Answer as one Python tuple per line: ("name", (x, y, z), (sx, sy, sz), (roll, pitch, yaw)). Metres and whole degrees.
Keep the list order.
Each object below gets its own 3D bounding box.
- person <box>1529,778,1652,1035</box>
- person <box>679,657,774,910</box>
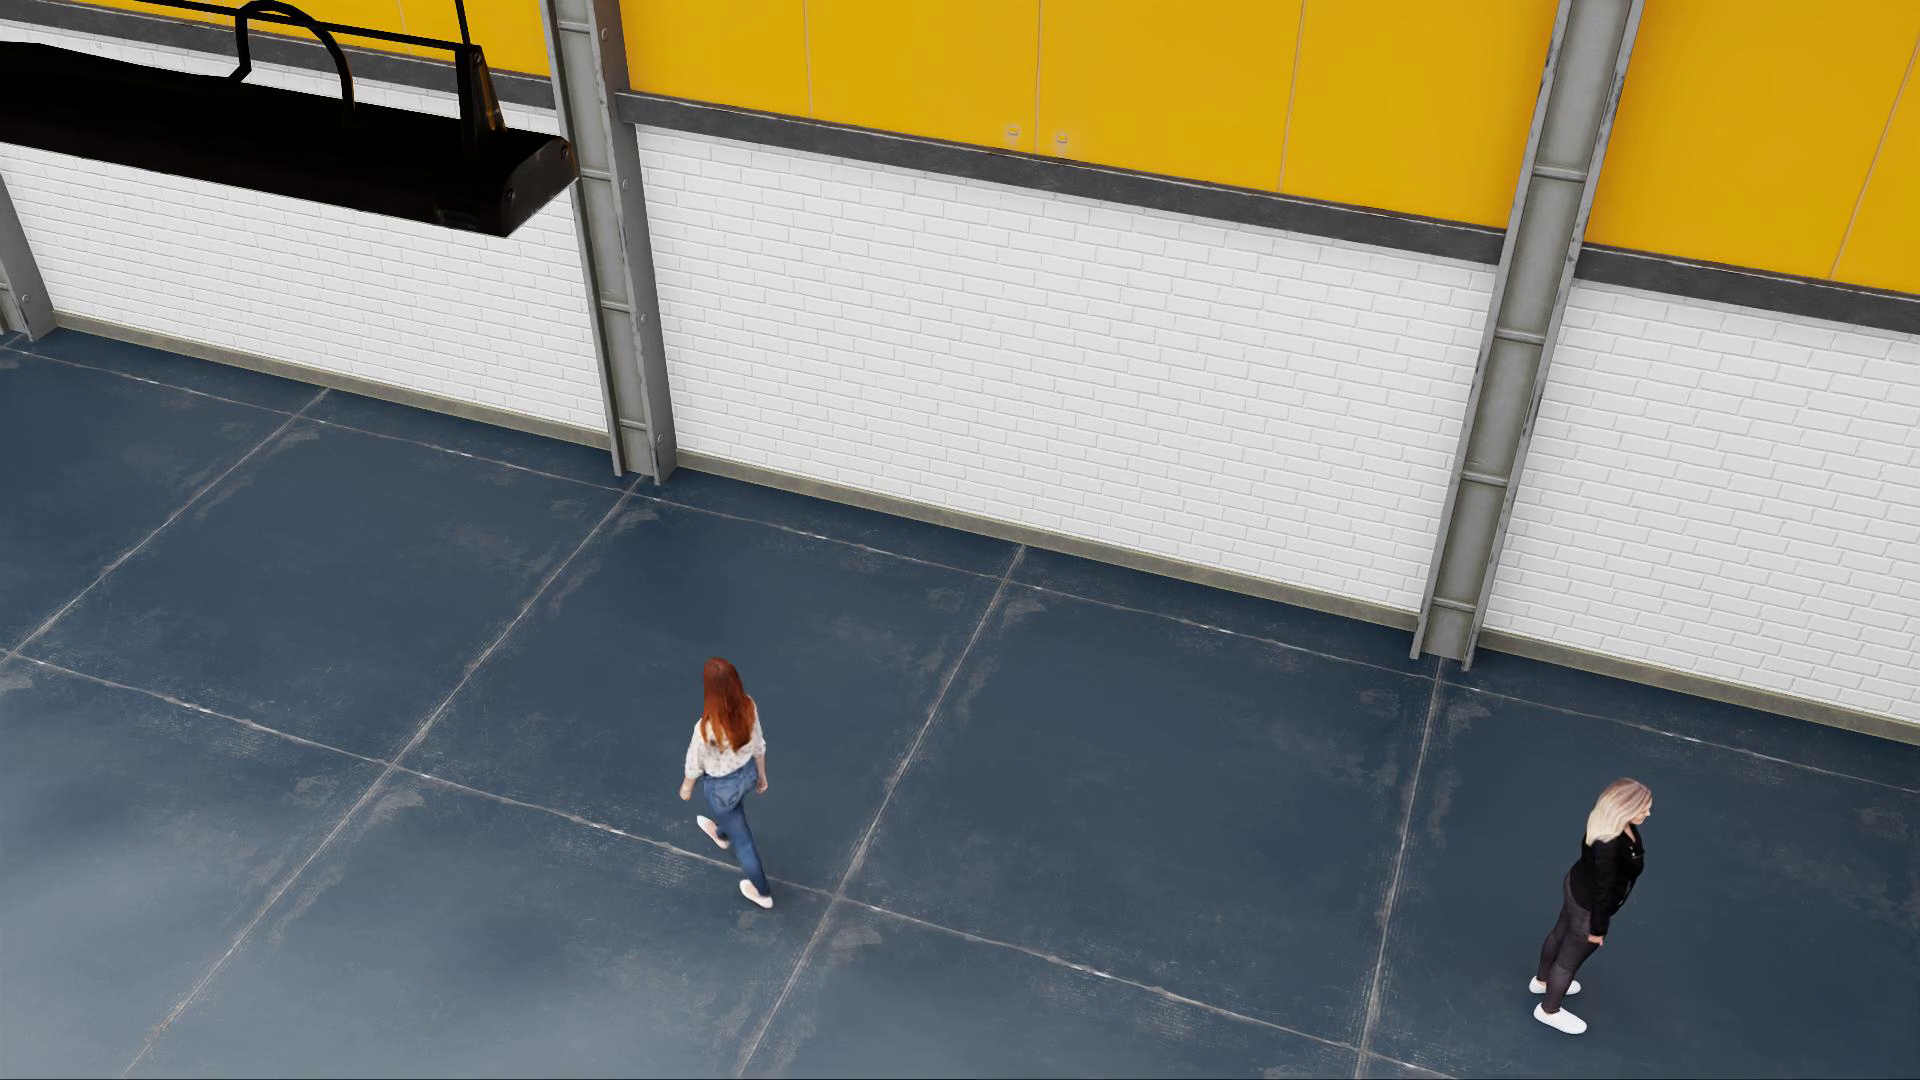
("person", (3.174, 1.828, 8.431), (0.569, 1.687, 0.629), (8, 39, 10))
("person", (-1.179, 1.363, 9.001), (1.063, 1.700, 0.805), (27, 46, 30))
